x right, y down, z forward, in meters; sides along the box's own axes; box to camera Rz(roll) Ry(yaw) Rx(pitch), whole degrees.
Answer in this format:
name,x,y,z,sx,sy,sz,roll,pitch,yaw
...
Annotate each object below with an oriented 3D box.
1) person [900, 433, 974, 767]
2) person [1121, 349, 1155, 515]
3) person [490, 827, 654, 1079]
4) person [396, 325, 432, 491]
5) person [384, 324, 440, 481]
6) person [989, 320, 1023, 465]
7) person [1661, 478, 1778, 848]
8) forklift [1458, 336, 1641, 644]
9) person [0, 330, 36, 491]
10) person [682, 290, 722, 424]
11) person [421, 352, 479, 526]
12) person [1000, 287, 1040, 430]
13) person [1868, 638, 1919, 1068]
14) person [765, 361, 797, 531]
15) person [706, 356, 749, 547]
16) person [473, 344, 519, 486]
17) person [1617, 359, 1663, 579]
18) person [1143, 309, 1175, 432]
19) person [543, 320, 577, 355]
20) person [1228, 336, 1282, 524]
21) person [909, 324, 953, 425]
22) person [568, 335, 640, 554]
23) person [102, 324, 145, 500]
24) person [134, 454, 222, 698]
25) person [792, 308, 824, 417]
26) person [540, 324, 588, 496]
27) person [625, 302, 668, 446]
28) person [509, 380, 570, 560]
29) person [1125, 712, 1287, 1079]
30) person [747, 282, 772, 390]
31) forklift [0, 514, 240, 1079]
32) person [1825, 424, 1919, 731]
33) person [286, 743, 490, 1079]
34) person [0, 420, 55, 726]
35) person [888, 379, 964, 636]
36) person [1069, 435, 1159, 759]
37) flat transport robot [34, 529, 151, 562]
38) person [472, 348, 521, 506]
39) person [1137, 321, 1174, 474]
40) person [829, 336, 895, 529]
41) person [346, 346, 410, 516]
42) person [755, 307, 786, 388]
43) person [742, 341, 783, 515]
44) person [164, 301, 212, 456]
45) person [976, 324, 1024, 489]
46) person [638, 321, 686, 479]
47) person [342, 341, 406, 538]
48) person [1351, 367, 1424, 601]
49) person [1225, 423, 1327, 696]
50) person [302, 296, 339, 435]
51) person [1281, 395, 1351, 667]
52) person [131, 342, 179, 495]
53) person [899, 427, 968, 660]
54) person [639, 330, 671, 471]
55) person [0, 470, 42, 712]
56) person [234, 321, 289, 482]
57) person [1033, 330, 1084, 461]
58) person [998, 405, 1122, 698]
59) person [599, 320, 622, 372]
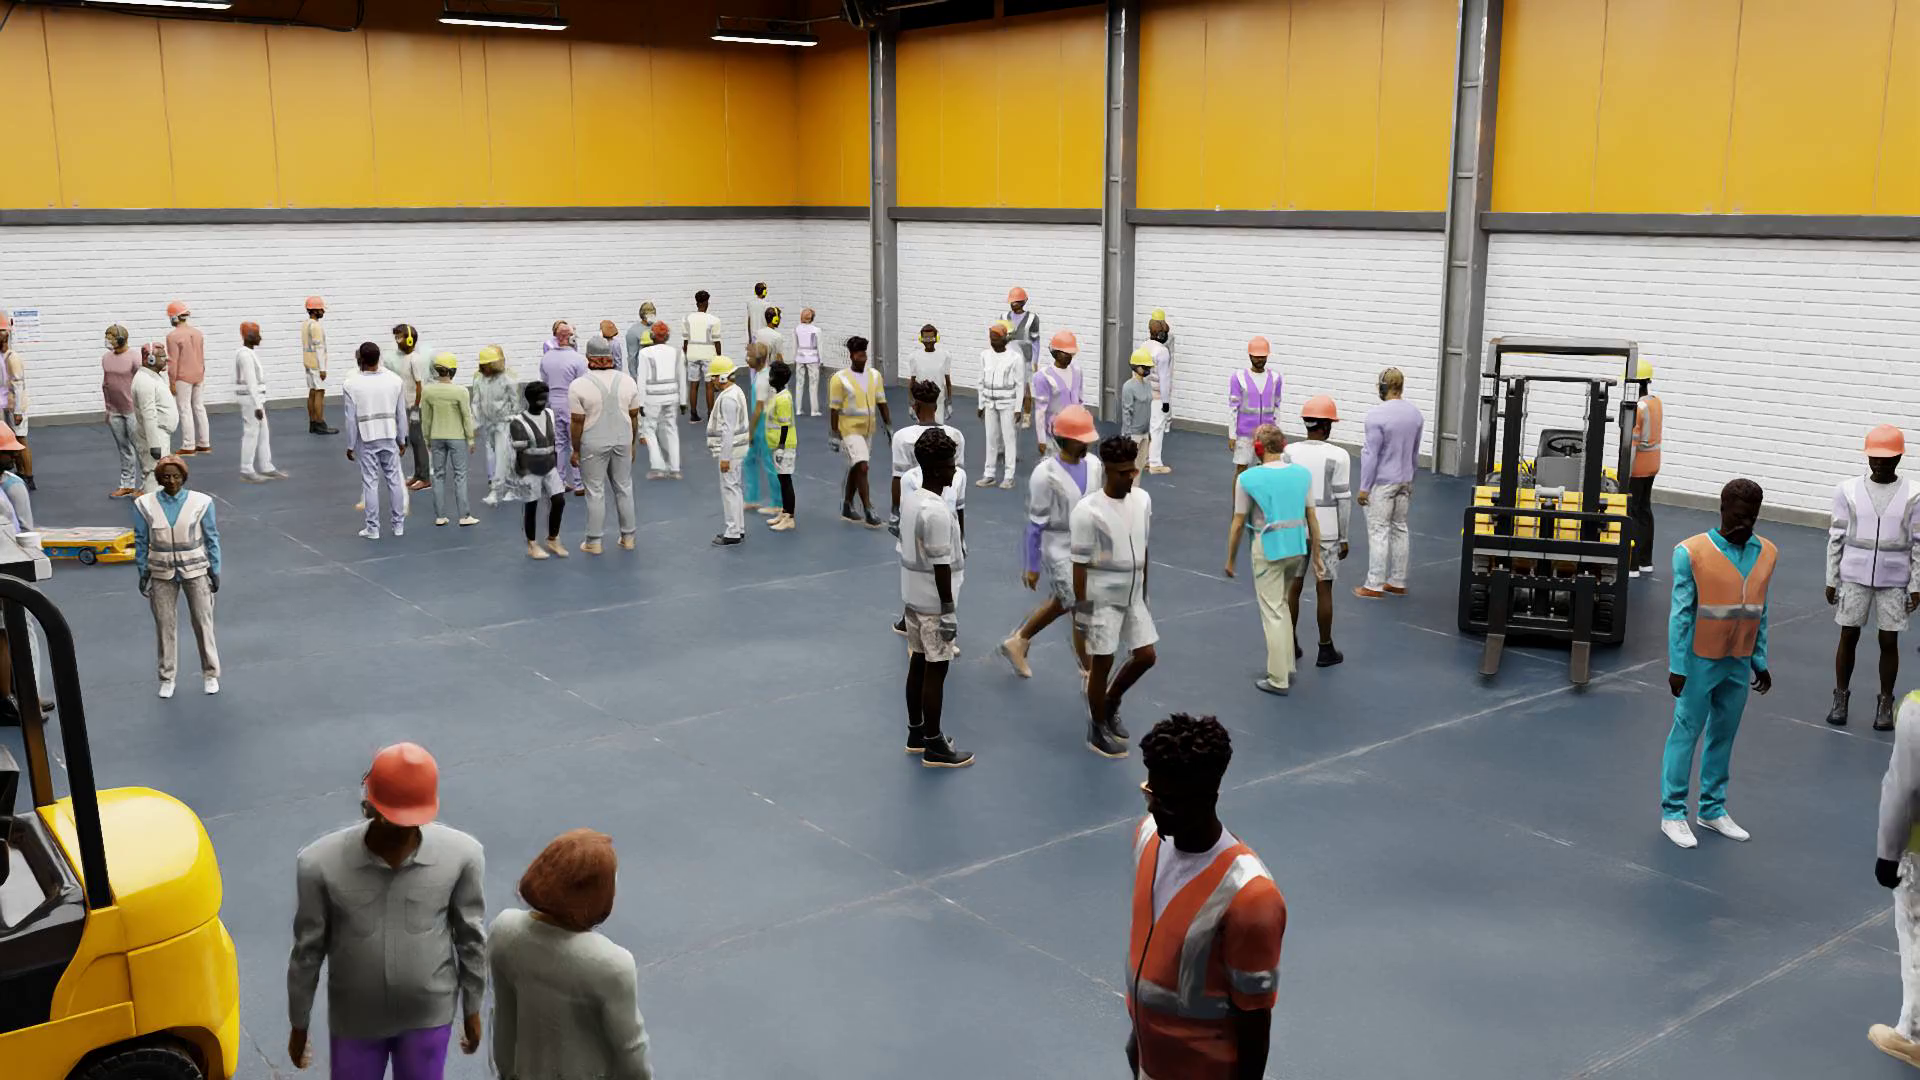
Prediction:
name,x,y,z,sx,sy,sz,roll,pitch,yaw
person,-0.155,0.346,9.745,0.368,1.966,0.602,-4,12,-20
person,1.849,-1.096,17.197,0.326,1.767,0.533,8,14,33
person,-1.087,1.567,4.707,0.526,1.607,0.367,5,13,23
person,-6.233,-1.501,18.894,0.329,1.875,0.507,-6,13,-28
person,-6.391,-1.622,19.552,0.617,1.855,0.849,-1,12,-4
person,0.494,-1.822,20.603,0.618,1.798,0.585,4,12,19
person,3.898,0.618,8.565,0.588,1.913,0.390,-3,12,-16
forklift,4.683,-0.471,13.136,1.214,2.155,2.313,4,12,20
person,-10.735,-1.494,18.750,0.550,1.923,0.391,9,15,38
person,-3.765,-2.670,24.345,0.599,1.958,0.378,2,12,10
person,-5.156,-1.017,16.813,0.533,1.767,0.325,2,12,9
person,0.828,-2.584,23.719,0.611,2.038,0.394,5,13,22
person,3.733,1.123,6.322,0.654,1.826,0.444,-5,13,-23
person,-1.788,-0.940,16.608,0.318,1.699,0.535,-2,12,-11
person,-2.211,-0.848,15.874,0.403,1.818,0.606,-1,12,-3
person,-5.312,-1.428,19.118,0.498,1.634,0.281,-1,12,-7
person,5.899,-0.622,14.547,0.397,1.917,0.594,11,16,43
person,2.782,-2.381,23.455,0.484,1.745,0.296,-4,12,-18
person,-5.453,-2.192,22.786,0.514,1.645,0.309,-10,15,-39
person,2.974,-1.082,16.713,0.551,1.934,0.373,-2,12,-9
person,-0.338,-1.580,19.316,0.510,1.861,0.324,0,12,-1
person,-3.364,-0.902,15.589,0.676,2.000,0.536,-8,14,-34
person,-9.136,-1.400,18.256,0.628,1.936,0.377,5,13,22
person,-5.194,0.239,11.084,0.519,1.633,0.314,-4,12,-16
person,-2.296,-2.684,25.194,0.514,1.632,0.312,5,13,22
person,-4.343,-1.446,18.551,0.652,1.904,0.403,6,13,28
person,-4.154,-2.219,22.238,0.382,1.928,0.635,11,16,43
person,-3.814,-0.621,15.107,0.518,1.672,0.548,8,14,35
person,0.637,1.415,4.609,0.375,1.960,0.611,-5,13,-23
person,-3.415,-3.472,28.456,0.502,1.861,0.328,5,13,22
forklift,-3.687,1.115,5.480,2.313,2.155,1.214,-9,15,-36
person,5.706,0.234,10.391,0.544,1.932,0.375,7,14,32
person,-1.763,1.421,5.150,0.613,1.714,0.562,-4,12,-19
person,-6.004,0.206,10.489,0.356,1.937,0.552,-4,12,-19
person,-0.257,-0.238,12.613,0.616,1.951,0.388,-7,13,-29
person,0.922,0.336,9.836,0.642,1.944,0.418,-9,15,-37
flat transport robot,-8.218,0.038,15.350,1.431,0.197,0.652,0,12,0
person,-5.025,-1.209,17.890,0.488,1.699,0.901,4,12,19
person,2.358,-1.722,20.053,0.429,1.837,0.633,-5,13,-22
person,-0.935,-1.079,16.715,0.912,1.919,0.626,11,16,42
person,-6.095,-1.154,17.451,0.772,1.799,0.538,4,12,17
person,-2.522,-2.185,22.248,0.529,1.857,0.335,10,15,39
person,-2.144,-1.150,17.326,0.700,1.822,0.522,-2,12,-8
person,-9.942,-2.067,21.349,0.413,1.988,0.628,3,12,15
person,0.452,-1.526,18.982,0.574,1.886,0.360,8,14,33
person,-3.507,-1.639,19.582,0.611,1.866,0.361,-8,14,-35
person,-5.688,-0.971,16.217,0.591,1.922,0.392,-9,15,-38
person,3.544,-0.460,13.750,0.631,1.929,0.385,-8,14,-35
person,2.121,0.129,11.169,0.568,1.816,0.484,-6,13,-28
person,-8.997,-2.448,23.305,0.379,1.938,0.547,-9,15,-38
person,2.510,-0.064,11.812,0.542,1.930,0.375,7,14,31
person,-7.929,-1.007,16.461,0.394,1.899,0.642,-4,12,-19
person,-0.185,0.023,11.960,0.537,1.695,0.321,-6,13,-27
person,-3.681,-1.693,20.174,0.518,1.722,0.401,9,15,37
person,-6.127,0.193,10.528,0.605,1.948,0.403,3,12,16
person,-8.224,-1.613,19.436,0.466,1.881,0.631,-4,12,-19
person,1.004,-1.058,16.380,0.613,2.031,0.403,-10,15,-41
person,0.656,0.057,11.098,0.680,1.992,0.991,-11,16,-44
person,-4.807,-2.207,22.880,0.264,1.632,0.507,-9,15,-36
